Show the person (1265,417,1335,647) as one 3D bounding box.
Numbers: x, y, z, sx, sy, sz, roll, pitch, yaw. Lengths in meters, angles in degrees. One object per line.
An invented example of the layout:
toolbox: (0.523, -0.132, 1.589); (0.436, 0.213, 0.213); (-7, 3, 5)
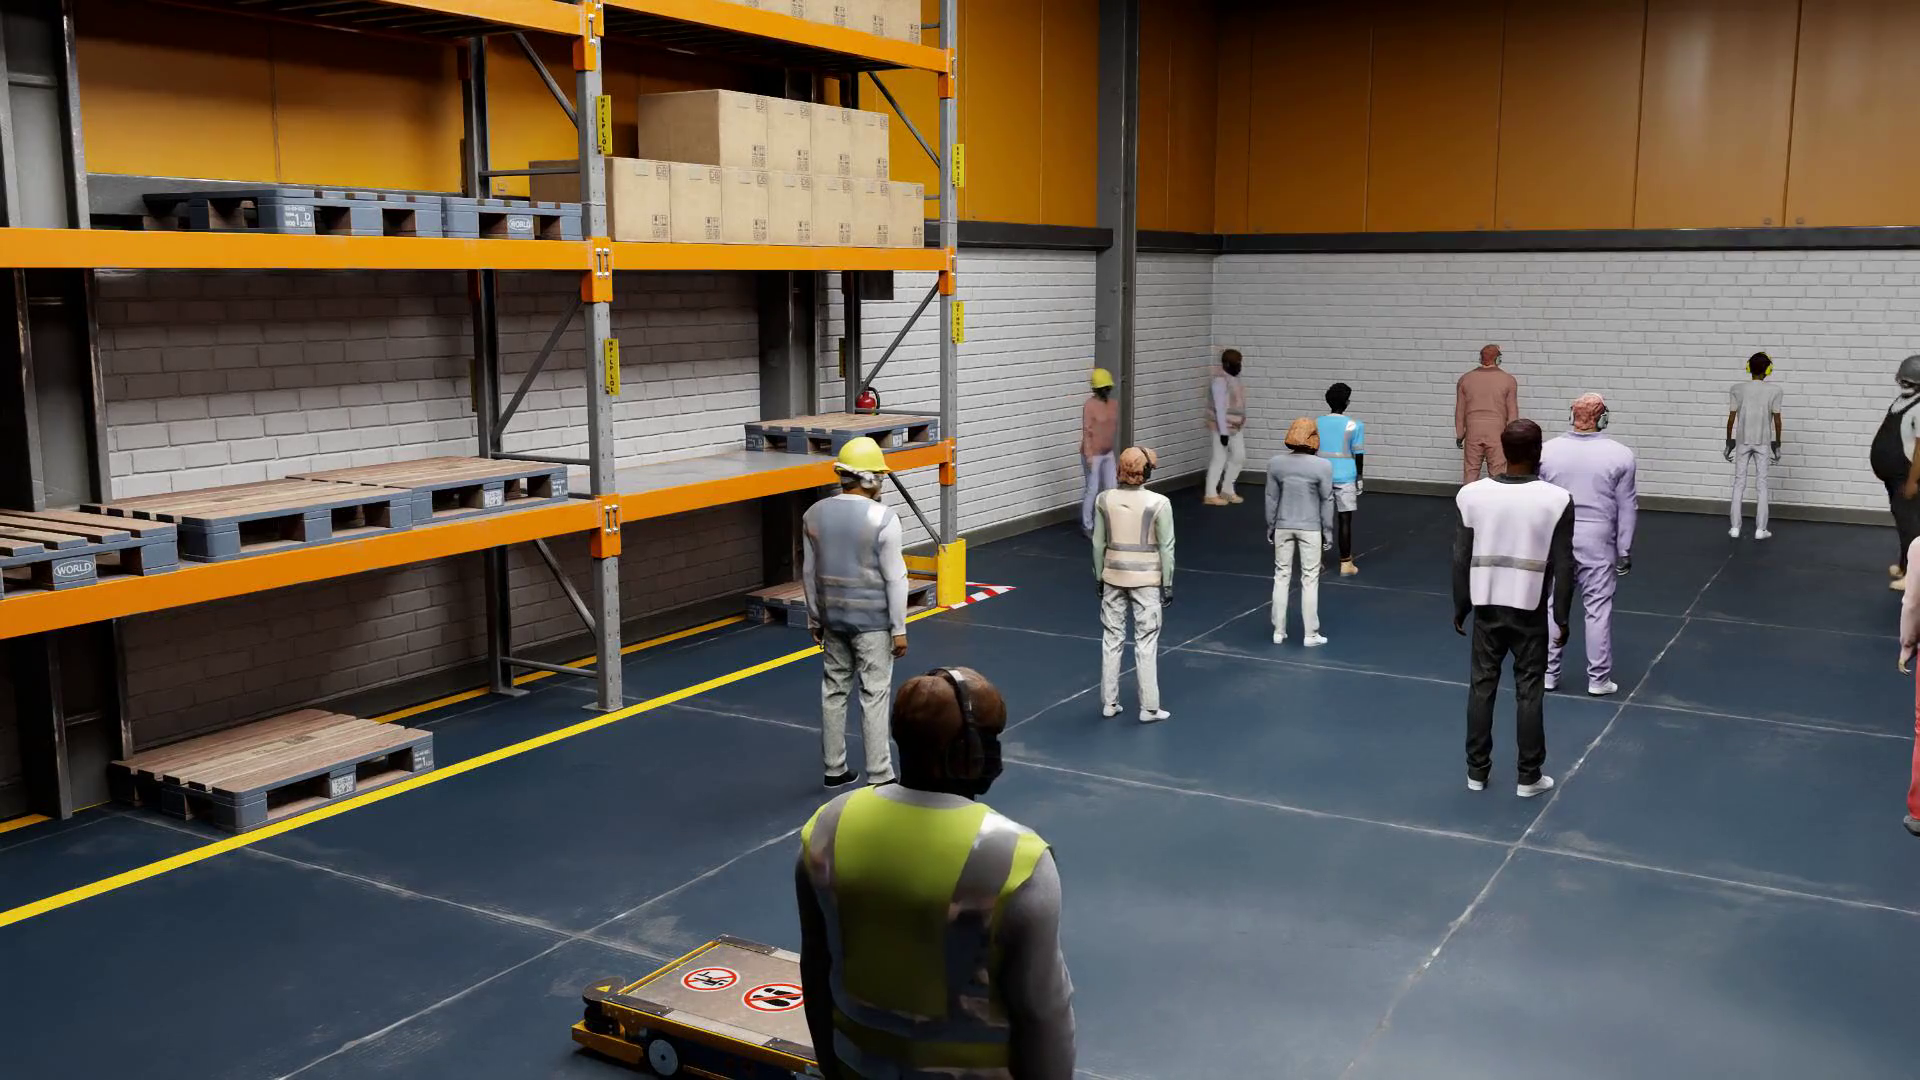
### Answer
person: (2.416, -0.059, 11.856); (0.503, 1.632, 0.271); (6, 11, 32)

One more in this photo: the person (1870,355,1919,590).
person: (7.981, -0.612, 14.042); (0.560, 2.000, 0.844); (3, 10, 18)

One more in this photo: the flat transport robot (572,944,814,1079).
flat transport robot: (-0.539, 1.630, 5.552); (1.431, 0.197, 0.652); (5, 11, 30)

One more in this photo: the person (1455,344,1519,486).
person: (5.590, -1.122, 17.644); (0.645, 1.907, 0.400); (6, 11, 32)

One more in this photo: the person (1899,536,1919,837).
person: (4.682, 0.531, 7.768); (0.528, 1.765, 0.327); (6, 11, 32)

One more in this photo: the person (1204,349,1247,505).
person: (2.996, -1.271, 18.914); (0.508, 1.802, 0.638); (6, 11, 31)

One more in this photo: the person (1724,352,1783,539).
person: (7.948, -0.948, 16.669); (0.521, 1.870, 0.319); (6, 11, 32)

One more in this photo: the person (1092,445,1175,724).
person: (1.021, 0.263, 9.825); (0.517, 1.639, 0.313); (6, 11, 32)

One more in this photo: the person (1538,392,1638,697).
person: (3.915, 0.026, 10.476); (0.645, 1.907, 0.400); (6, 11, 32)

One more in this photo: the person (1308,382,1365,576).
person: (3.291, -0.531, 14.603); (0.538, 1.695, 0.320); (6, 11, 32)

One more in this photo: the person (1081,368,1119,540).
person: (1.371, -0.844, 16.457); (0.543, 1.725, 0.488); (-8, 12, -41)

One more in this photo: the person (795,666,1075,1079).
person: (-0.035, 1.173, 3.527); (0.627, 1.840, 0.429); (6, 11, 32)

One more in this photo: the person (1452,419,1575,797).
person: (2.797, 0.345, 8.452); (0.591, 1.916, 0.383); (6, 11, 32)

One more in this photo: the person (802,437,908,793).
person: (-0.507, 0.394, 8.419); (0.595, 1.828, 0.403); (6, 11, 32)
